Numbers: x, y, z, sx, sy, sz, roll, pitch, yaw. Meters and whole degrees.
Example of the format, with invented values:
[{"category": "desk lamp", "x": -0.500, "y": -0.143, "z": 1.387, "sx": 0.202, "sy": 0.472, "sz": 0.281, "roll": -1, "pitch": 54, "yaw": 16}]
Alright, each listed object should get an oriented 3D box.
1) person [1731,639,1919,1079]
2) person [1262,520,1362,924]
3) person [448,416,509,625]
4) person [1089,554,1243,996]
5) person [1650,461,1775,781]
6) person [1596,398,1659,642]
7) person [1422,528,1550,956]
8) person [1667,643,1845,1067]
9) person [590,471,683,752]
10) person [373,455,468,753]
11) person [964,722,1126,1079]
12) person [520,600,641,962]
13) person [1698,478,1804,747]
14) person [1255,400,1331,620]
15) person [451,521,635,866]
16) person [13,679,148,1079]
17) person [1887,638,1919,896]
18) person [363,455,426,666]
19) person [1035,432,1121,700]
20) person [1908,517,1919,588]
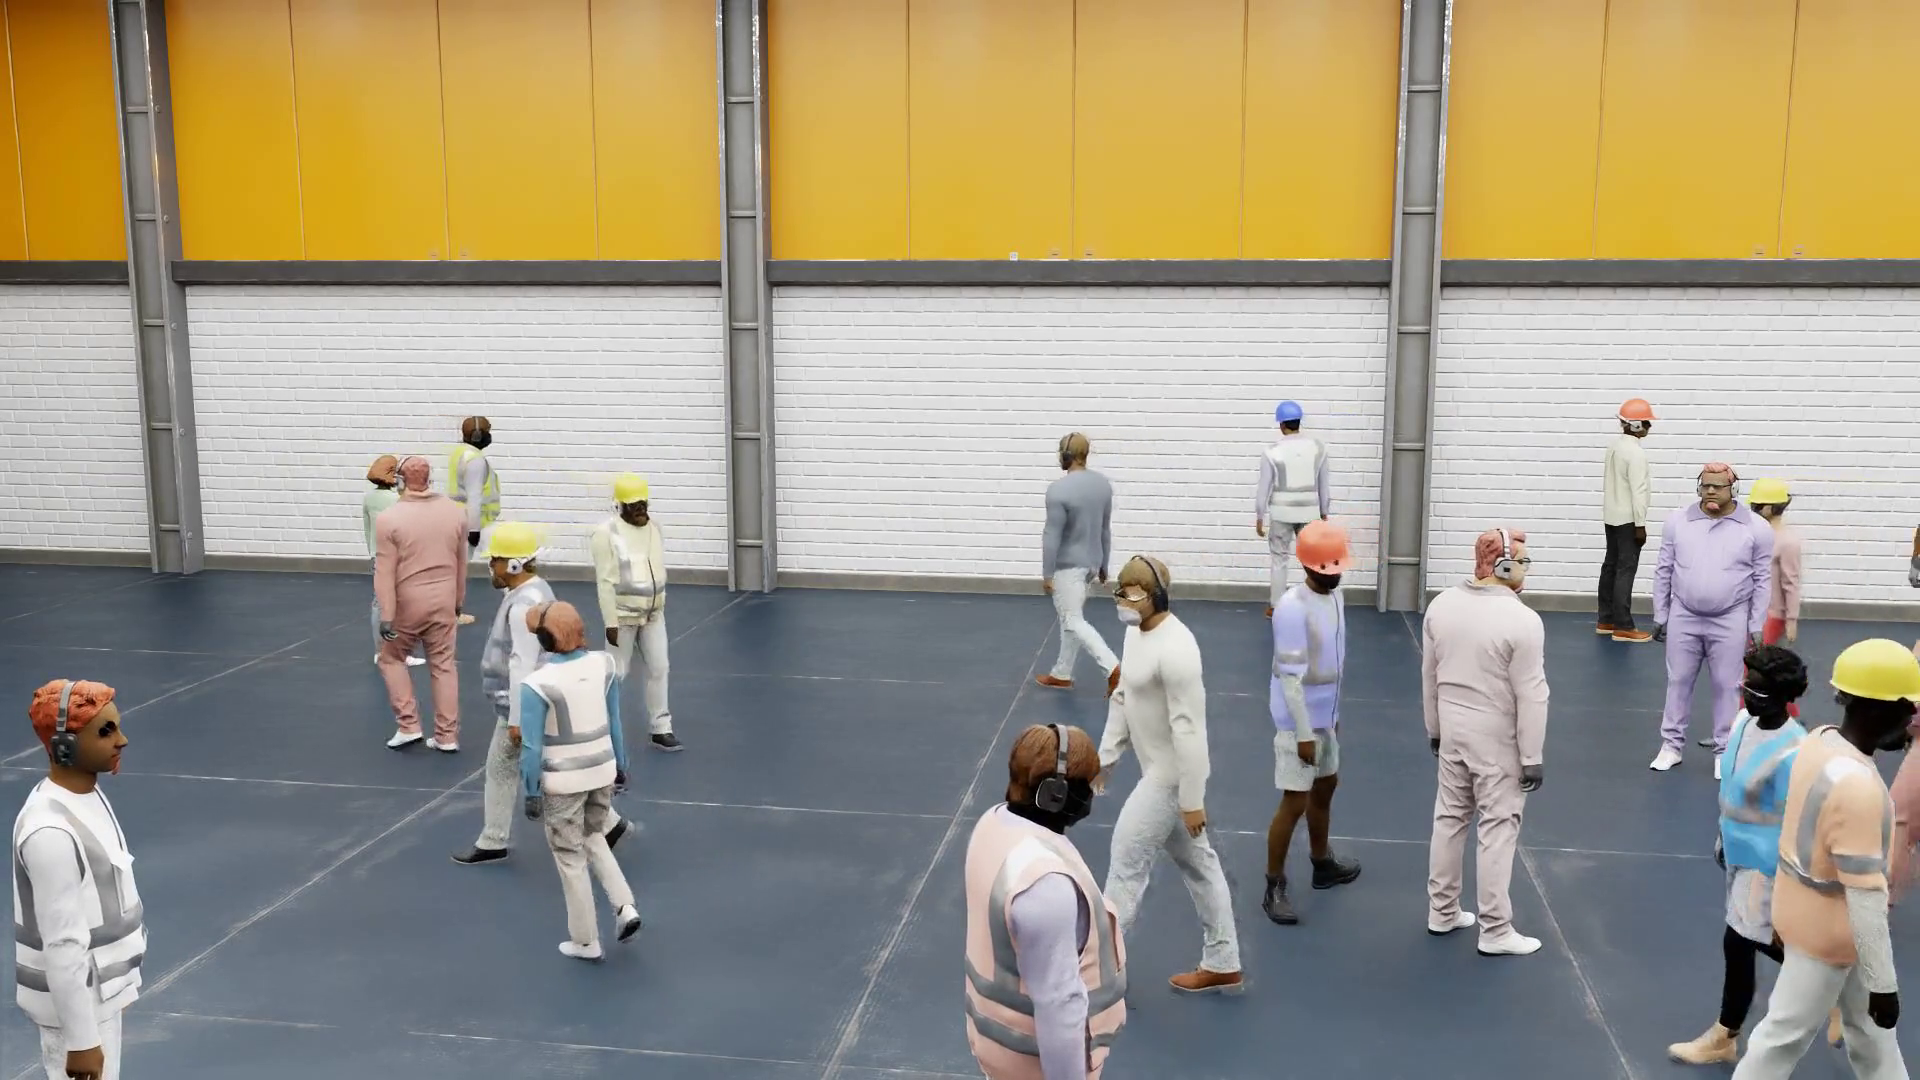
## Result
[{"category": "person", "x": 2.892, "y": 1.246, "z": 5.265, "sx": 0.955, "sy": 1.882, "sz": 0.616, "roll": 4, "pitch": 10, "yaw": 21}, {"category": "person", "x": 1.724, "y": 0.818, "z": 7.919, "sx": 0.380, "sy": 1.900, "sz": 0.795, "roll": 7, "pitch": 11, "yaw": 36}, {"category": "person", "x": -4.065, "y": -0.169, "z": 14.283, "sx": 0.941, "sy": 1.791, "sz": 0.657, "roll": -5, "pitch": 11, "yaw": -30}, {"category": "person", "x": 0.729, "y": 0.987, "z": 6.888, "sx": 1.013, "sy": 1.874, "sz": 0.629, "roll": 0, "pitch": 9, "yaw": -2}, {"category": "person", "x": 4.477, "y": 0.478, "z": 9.961, "sx": 0.651, "sy": 1.907, "sz": 0.409, "roll": 6, "pitch": 11, "yaw": 33}, {"category": "person", "x": 5.488, "y": -0.168, "z": 13.675, "sx": 0.382, "sy": 1.995, "sz": 0.612, "roll": 0, "pitch": 9, "yaw": -3}, {"category": "person", "x": 2.366, "y": 0.889, "z": 7.441, "sx": 0.400, "sy": 1.903, "sz": 0.645, "roll": -5, "pitch": 11, "yaw": -29}, {"category": "person", "x": 3.095, "y": 1.193, "z": 6.240, "sx": 0.676, "sy": 1.675, "sz": 0.544, "roll": 1, "pitch": 9, "yaw": 4}, {"category": "person", "x": -2.126, "y": 0.434, "z": 10.581, "sx": 0.802, "sy": 1.799, "sz": 0.589, "roll": 8, "pitch": 12, "yaw": 39}, {"category": "person", "x": -3.411, "y": 0.406, "z": 10.468, "sx": 0.592, "sy": 1.885, "sz": 0.673, "roll": 8, "pitch": 12, "yaw": 41}, {"category": "person", "x": 0.232, "y": 1.395, "z": 4.525, "sx": 0.429, "sy": 1.839, "sz": 0.621, "roll": -2, "pitch": 9, "yaw": -13}, {"category": "person", "x": -1.684, "y": 1.054, "z": 7.255, "sx": 0.363, "sy": 1.619, "sz": 0.534, "roll": 7, "pitch": 11, "yaw": 36}, {"category": "person", "x": 5.147, "y": 0.455, "z": 10.650, "sx": 0.812, "sy": 1.733, "sz": 0.539, "roll": -1, "pitch": 9, "yaw": -6}, {"category": "person", "x": 2.847, "y": -0.231, "z": 14.234, "sx": 0.662, "sy": 1.933, "sz": 0.557, "roll": -1, "pitch": 9, "yaw": -7}, {"category": "person", "x": -2.124, "y": 0.787, "z": 8.412, "sx": 0.884, "sy": 1.800, "sz": 0.600, "roll": -2, "pitch": 9, "yaw": -11}, {"category": "person", "x": -2.524, "y": 1.325, "z": 4.809, "sx": 0.337, "sy": 1.880, "sz": 0.583, "roll": -4, "pitch": 10, "yaw": -22}, {"category": "person", "x": 4.465, "y": 0.911, "z": 7.463, "sx": 1.003, "sy": 1.863, "sz": 0.655, "roll": 6, "pitch": 11, "yaw": 32}, {"category": "person", "x": -4.372, "y": 0.160, "z": 12.767, "sx": 0.498, "sy": 1.632, "sz": 0.285, "roll": 7, "pitch": 12, "yaw": 37}, {"category": "person", "x": 0.877, "y": 0.193, "z": 11.748, "sx": 0.873, "sy": 1.916, "sz": 0.637, "roll": 9, "pitch": 13, "yaw": 43}, {"category": "person", "x": 7.217, "y": 0.175, "z": 12.056, "sx": 0.516, "sy": 1.829, "sz": 0.540, "roll": -8, "pitch": 12, "yaw": -41}]
